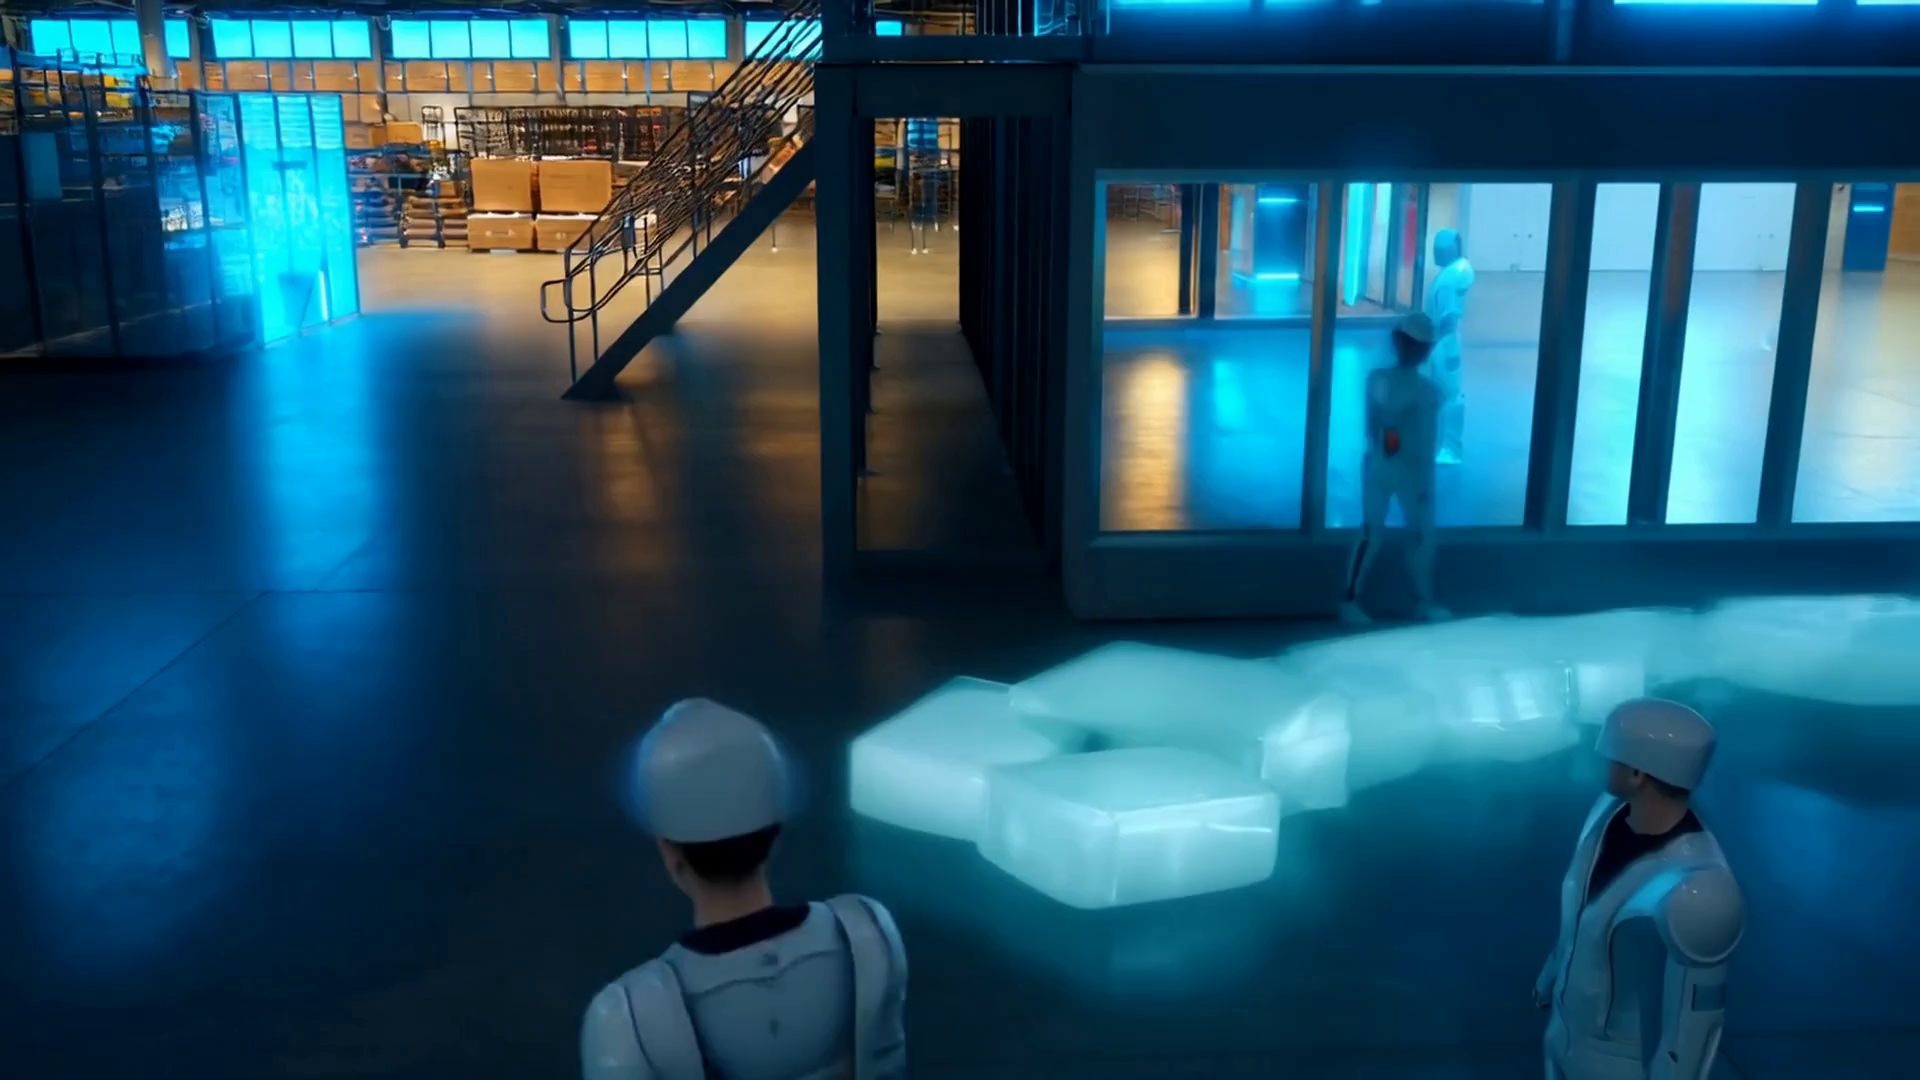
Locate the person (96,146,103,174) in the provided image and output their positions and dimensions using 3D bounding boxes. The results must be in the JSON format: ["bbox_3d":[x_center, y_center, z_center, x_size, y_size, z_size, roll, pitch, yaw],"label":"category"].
[{"bbox_3d":[-38.779,-16.836,74.879,0.981,1.766,0.588,3,14,10],"label":"person"}]

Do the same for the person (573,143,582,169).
[{"bbox_3d":[-19.406,-19.107,83.901,0.972,1.791,0.598,-6,15,-22],"label":"person"}]

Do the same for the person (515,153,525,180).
[{"bbox_3d":[-14.085,-11.421,53.107,0.876,1.842,0.528,3,14,14],"label":"person"}]

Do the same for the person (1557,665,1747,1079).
[{"bbox_3d":[1.384,1.078,3.424,0.321,1.696,0.537,0,14,-1],"label":"person"}]

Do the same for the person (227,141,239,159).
[{"bbox_3d":[-37.904,-19.881,86.874,0.658,1.863,0.999,-13,19,-42],"label":"person"}]

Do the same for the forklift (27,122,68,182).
[{"bbox_3d":[-35.376,-14.773,64.377,1.129,2.768,1.873,-1,14,-2],"label":"forklift"}]

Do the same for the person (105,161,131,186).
[{"bbox_3d":[-17.176,-6.794,34.191,1.022,2.000,0.682,2,14,9],"label":"person"}]

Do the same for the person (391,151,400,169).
[{"bbox_3d":[-28.649,-19.117,84.123,0.906,1.702,0.567,-11,18,-38],"label":"person"}]

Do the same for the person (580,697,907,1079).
[{"bbox_3d":[-0.325,1.168,2.703,0.562,1.885,1.013,-8,16,-28],"label":"person"}]

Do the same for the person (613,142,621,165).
[{"bbox_3d":[-15.798,-17.331,76.580,0.399,1.908,0.643,0,14,-1],"label":"person"}]

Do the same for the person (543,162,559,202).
[{"bbox_3d":[-11.370,-9.741,46.579,0.523,1.740,0.724,12,18,39],"label":"person"}]

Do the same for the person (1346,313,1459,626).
[{"bbox_3d":[2.464,-0.389,9.216,0.782,1.732,0.531,-12,18,-40],"label":"person"}]
